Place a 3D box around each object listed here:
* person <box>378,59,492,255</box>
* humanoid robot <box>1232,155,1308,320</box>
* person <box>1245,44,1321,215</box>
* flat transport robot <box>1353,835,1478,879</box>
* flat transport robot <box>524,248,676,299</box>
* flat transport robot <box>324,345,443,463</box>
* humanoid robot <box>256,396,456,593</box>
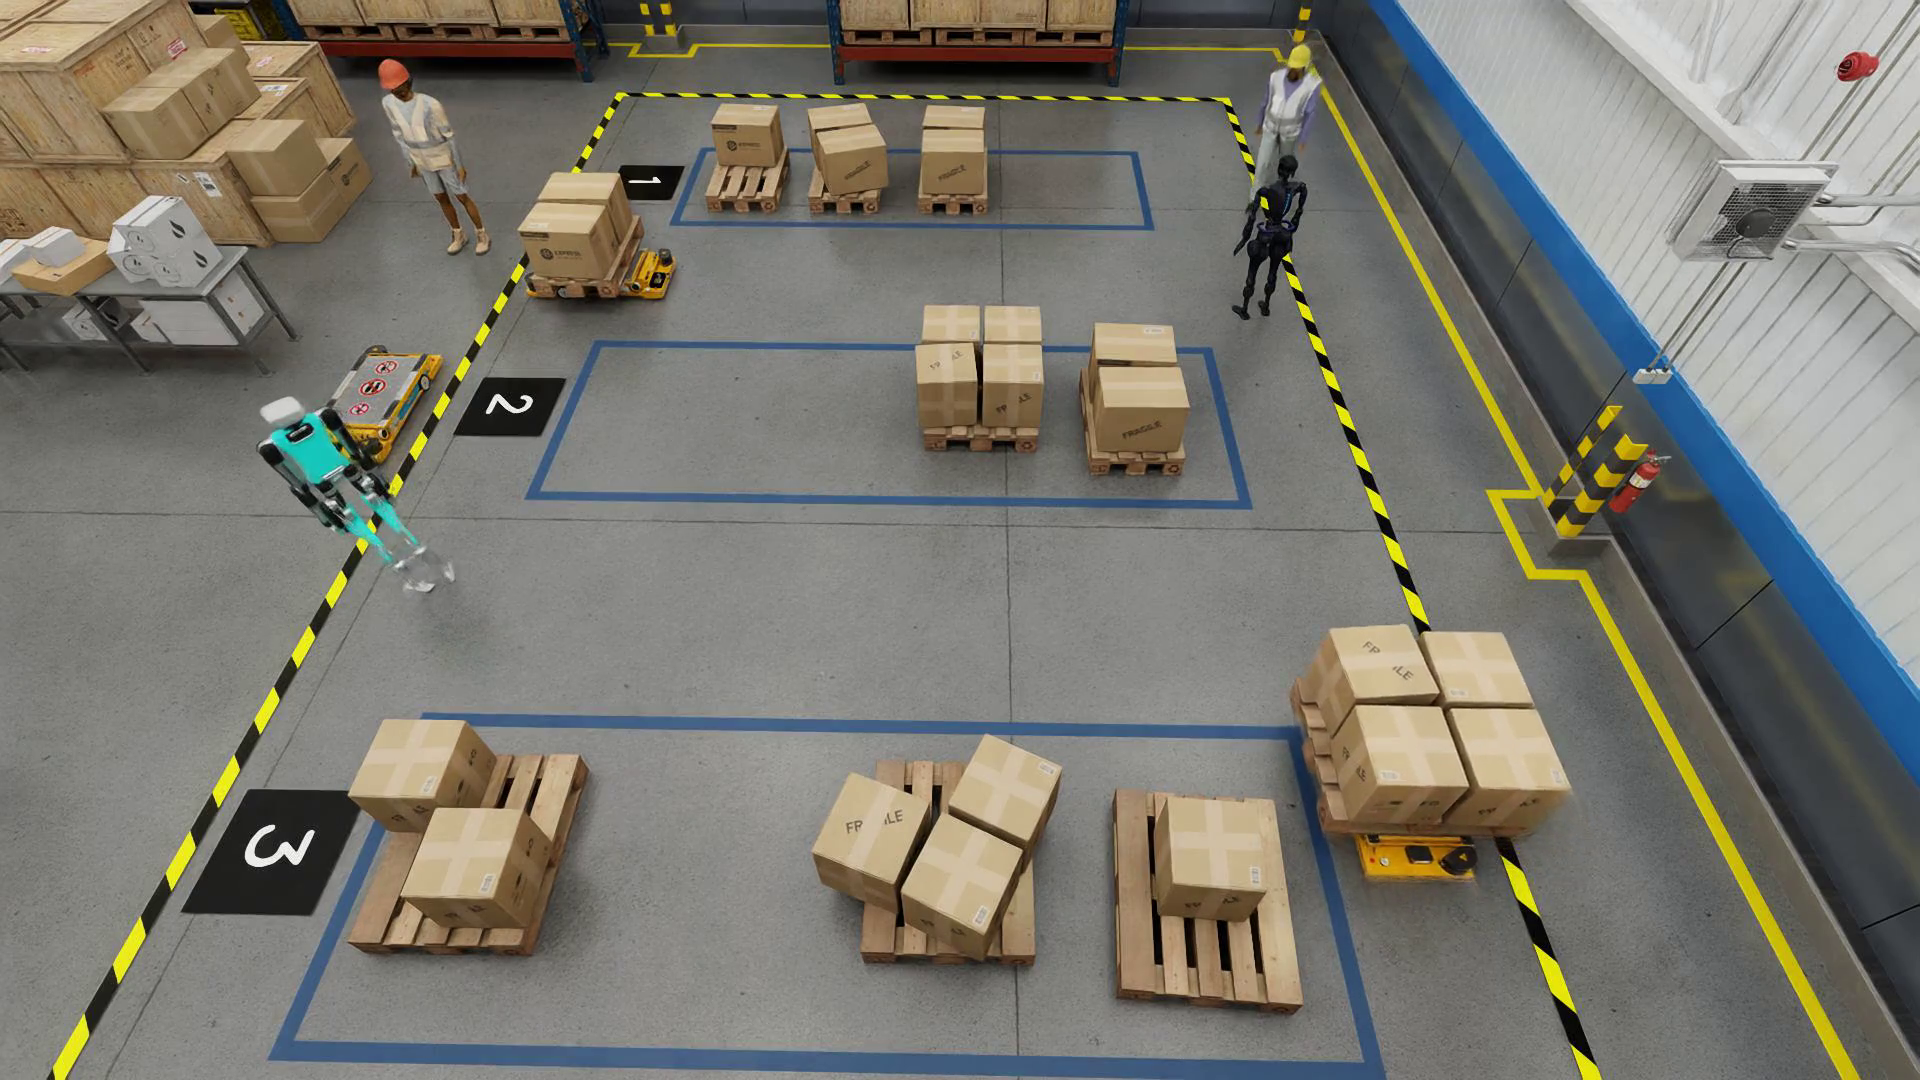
[{"bbox_3d":[-5.476,-3.929,9.532,0.613,2.041,0.376,3,50,2],"label":"person"},{"bbox_3d":[3.000,-2.925,8.910,0.599,1.655,0.315,-8,50,-7],"label":"humanoid robot"},{"bbox_3d":[3.649,-4.656,10.305,0.612,1.803,0.869,23,53,18],"label":"person"},{"bbox_3d":[2.853,1.499,6.080,0.652,0.197,1.431,1,50,1],"label":"flat transport robot"},{"bbox_3d":[-3.822,-2.856,9.765,1.431,0.197,0.652,1,50,1],"label":"flat transport robot"},{"bbox_3d":[-5.383,-1.269,8.441,0.659,0.231,1.431,1,50,1],"label":"flat transport robot"},{"bbox_3d":[-4.240,-0.193,6.573,0.800,1.769,0.551,30,56,23],"label":"humanoid robot"}]
